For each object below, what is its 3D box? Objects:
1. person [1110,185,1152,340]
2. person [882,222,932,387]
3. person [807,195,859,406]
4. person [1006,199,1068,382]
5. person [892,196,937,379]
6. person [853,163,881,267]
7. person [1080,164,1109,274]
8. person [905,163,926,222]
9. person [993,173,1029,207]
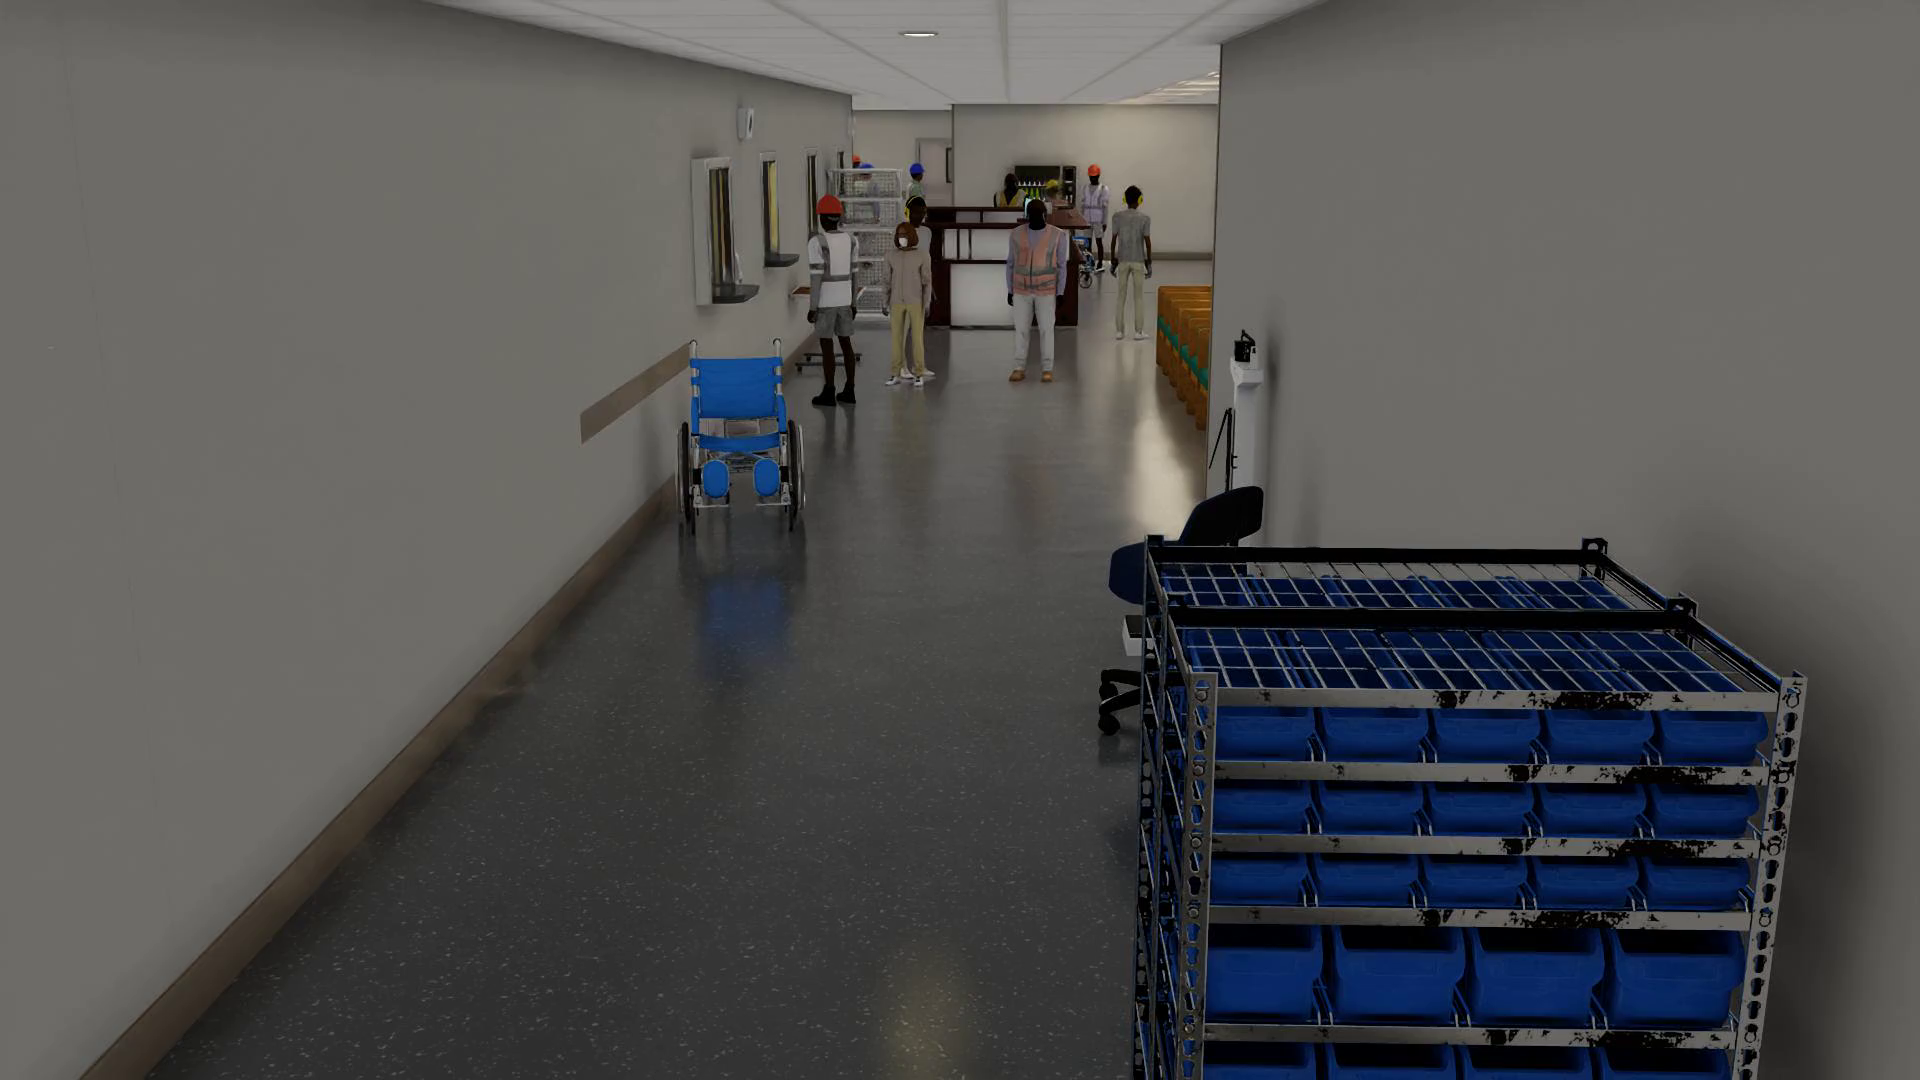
[{"bbox_3d":[2.087,-3.371,20.269,0.535,1.866,0.314,5,15,19],"label":"person"},{"bbox_3d":[-0.533,-2.345,16.586,0.507,1.633,0.278,3,14,13],"label":"person"},{"bbox_3d":[-1.195,-2.214,15.429,0.552,1.935,0.366,-12,18,-40],"label":"person"},{"bbox_3d":[0.763,-2.522,16.875,0.621,1.845,0.429,3,14,14],"label":"person"},{"bbox_3d":[-0.462,-2.600,17.144,0.519,1.865,0.328,-12,18,-40],"label":"person"},{"bbox_3d":[-1.762,-6.035,30.957,0.644,1.925,0.543,8,16,31],"label":"person"},{"bbox_3d":[2.378,-5.705,29.617,0.545,1.929,0.390,9,16,31],"label":"person"},{"bbox_3d":[-0.780,-5.696,29.529,0.375,1.950,0.614,-3,14,-13],"label":"person"},{"bbox_3d":[0.828,-5.070,27.248,0.618,1.836,0.431,4,14,17],"label":"person"}]
